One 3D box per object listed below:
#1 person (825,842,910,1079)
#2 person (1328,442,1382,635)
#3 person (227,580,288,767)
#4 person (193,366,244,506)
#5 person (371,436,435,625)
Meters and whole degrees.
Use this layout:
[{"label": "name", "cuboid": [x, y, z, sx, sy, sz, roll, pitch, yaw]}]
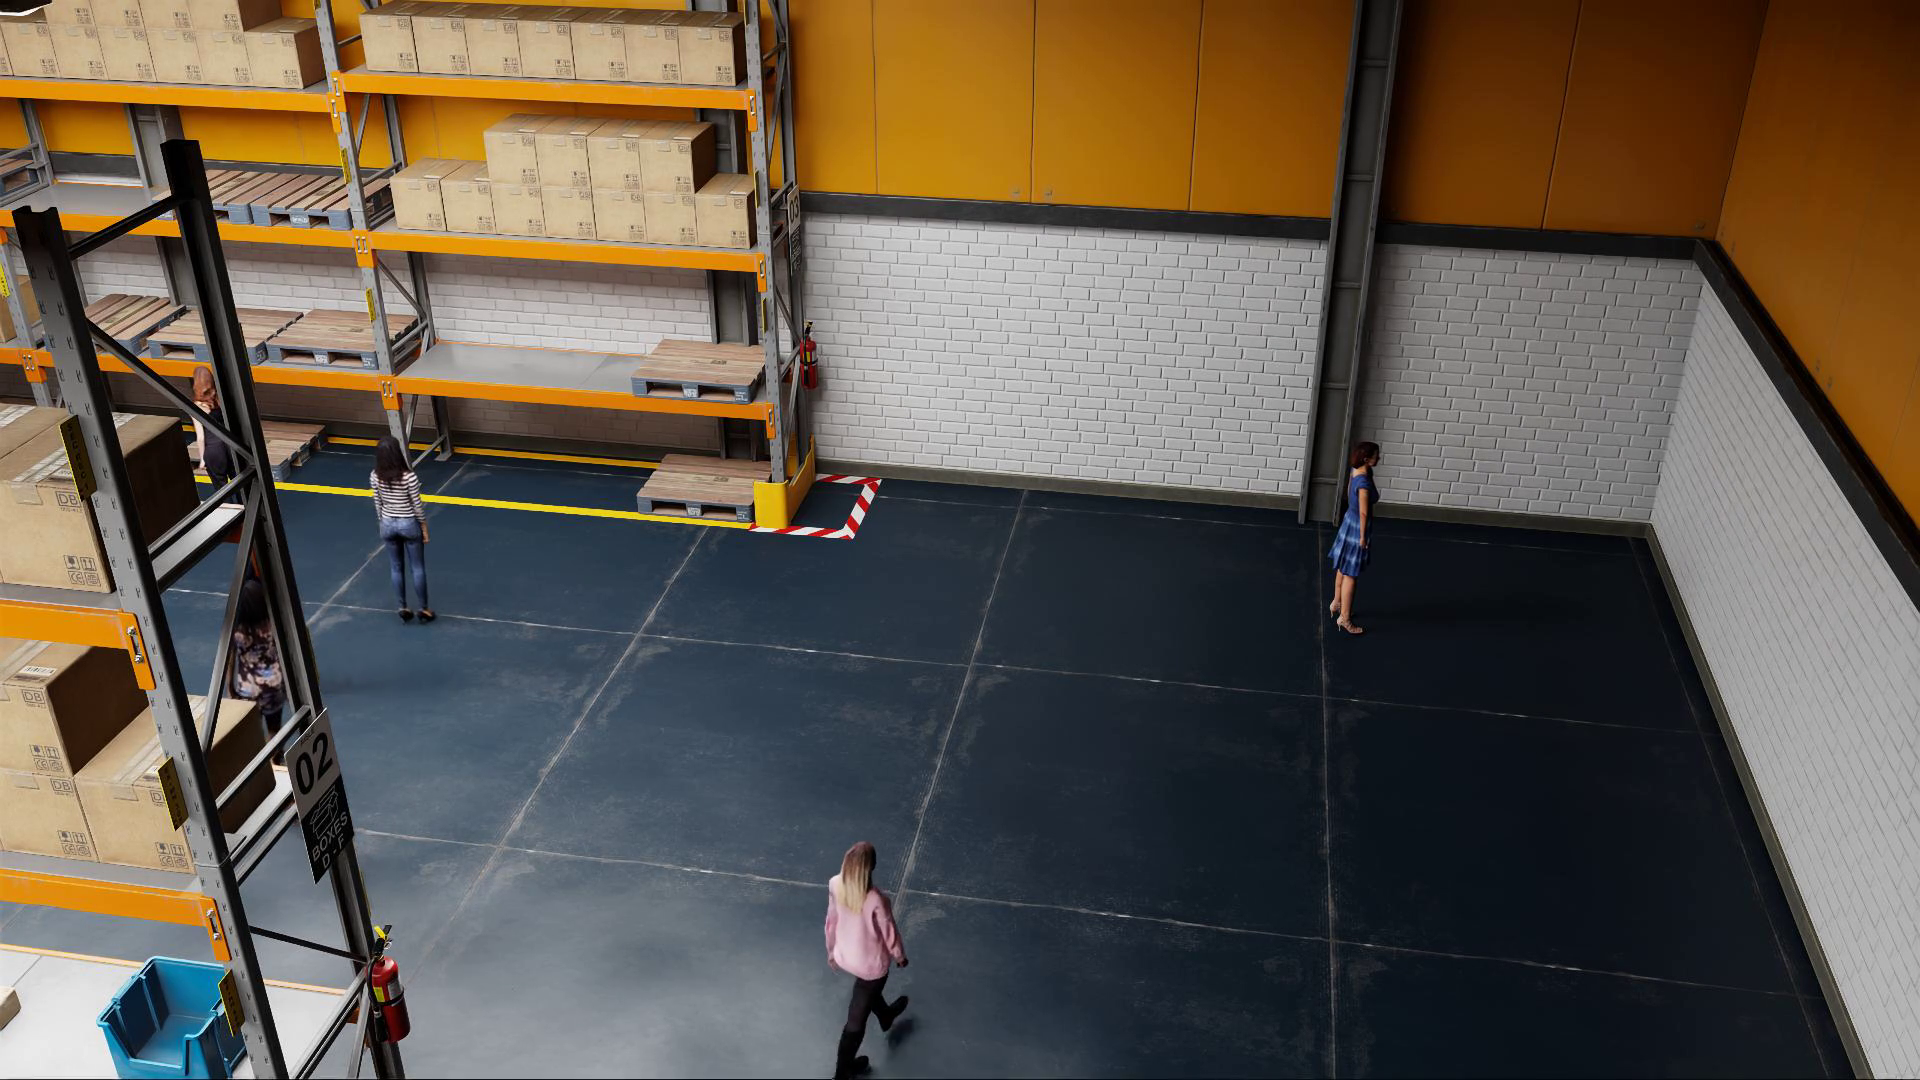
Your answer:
[{"label": "person", "cuboid": [-0.646, 2.558, 9.918, 1.018, 1.655, 0.978, 24, 37, 37]}, {"label": "person", "cuboid": [3.468, -0.041, 14.523, 0.630, 1.806, 0.708, -1, 29, -1]}, {"label": "person", "cuboid": [-5.214, 1.143, 12.443, 0.885, 1.719, 0.925, -14, 31, -23]}, {"label": "person", "cuboid": [-7.157, -0.873, 16.110, 0.646, 1.748, 0.648, 17, 33, 28]}, {"label": "person", "cuboid": [-4.897, -0.072, 14.593, 0.478, 1.793, 0.649, 1, 29, 2]}]
